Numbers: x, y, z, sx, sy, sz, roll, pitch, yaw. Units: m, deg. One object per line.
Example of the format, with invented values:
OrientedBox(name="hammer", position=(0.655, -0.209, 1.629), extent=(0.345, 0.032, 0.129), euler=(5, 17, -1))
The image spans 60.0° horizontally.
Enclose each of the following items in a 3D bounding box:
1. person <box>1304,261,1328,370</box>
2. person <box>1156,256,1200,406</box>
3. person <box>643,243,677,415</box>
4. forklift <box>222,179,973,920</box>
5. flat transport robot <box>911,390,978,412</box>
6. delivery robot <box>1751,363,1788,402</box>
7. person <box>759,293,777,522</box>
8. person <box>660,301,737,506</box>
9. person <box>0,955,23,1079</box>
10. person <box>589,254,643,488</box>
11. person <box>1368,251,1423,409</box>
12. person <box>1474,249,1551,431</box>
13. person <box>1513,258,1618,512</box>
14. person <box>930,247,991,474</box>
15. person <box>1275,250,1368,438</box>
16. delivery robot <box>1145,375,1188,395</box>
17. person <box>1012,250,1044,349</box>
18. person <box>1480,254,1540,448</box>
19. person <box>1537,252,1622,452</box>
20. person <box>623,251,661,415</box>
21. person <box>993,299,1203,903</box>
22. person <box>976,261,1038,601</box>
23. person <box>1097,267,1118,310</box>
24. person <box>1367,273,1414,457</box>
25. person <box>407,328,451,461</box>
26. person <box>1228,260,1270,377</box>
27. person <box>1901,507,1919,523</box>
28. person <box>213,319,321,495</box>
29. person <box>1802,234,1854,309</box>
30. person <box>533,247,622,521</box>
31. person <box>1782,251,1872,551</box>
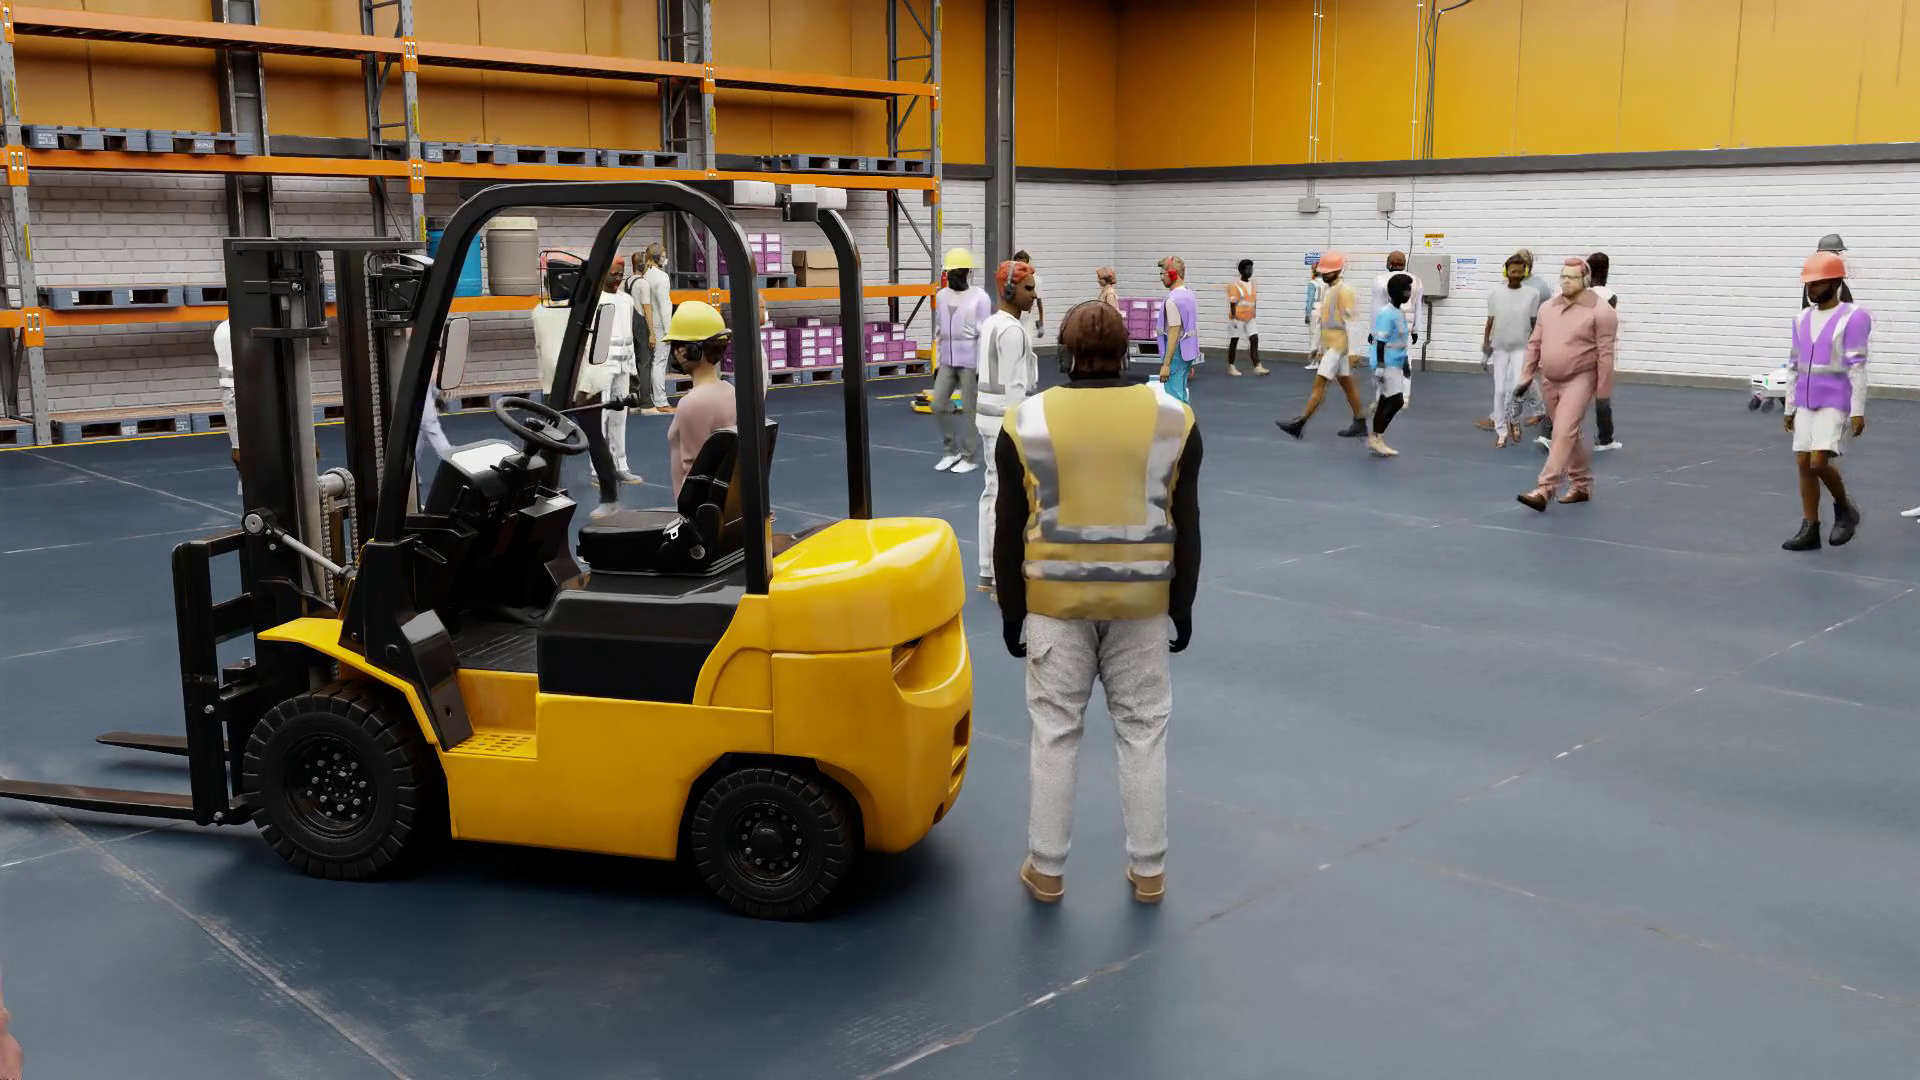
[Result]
OrientedBox(name="person", position=(5.430, -3.377, 25.076), extent=(0.536, 1.635, 0.329), euler=(-8, 13, -36))
OrientedBox(name="person", position=(1.905, -1.568, 14.645), extent=(0.390, 1.838, 0.564), euler=(4, 11, 20))
OrientedBox(name="person", position=(-3.457, -2.388, 18.847), extent=(0.351, 1.936, 0.635), euler=(-9, 14, -42))
OrientedBox(name="forklift", position=(-1.114, -0.058, 5.440), extent=(2.313, 2.155, 1.214), euler=(2, 11, 13))
OrientedBox(name="flat transport robot", position=(0.168, -1.613, 19.172), extent=(1.431, 0.197, 0.652), euler=(-1, 10, -6))
OrientedBox(name="delivery robot", position=(9.511, -1.800, 19.157), extent=(0.707, 0.478, 0.477), euler=(-1, 10, -6))
OrientedBox(name="person", position=(-1.469, -0.950, 11.830), extent=(0.286, 1.636, 0.500), euler=(-1, 10, -8))
OrientedBox(name="person", position=(-1.017, -0.057, 6.606), extent=(0.314, 1.768, 0.526), euler=(1, 10, 7))
OrientedBox(name="person", position=(-1.049, 0.815, 1.457), extent=(0.651, 1.910, 0.409), euler=(1, 10, 4))
OrientedBox(name="person", position=(-2.810, -1.365, 13.411), extent=(0.354, 1.887, 0.573), euler=(6, 12, 31))
OrientedBox(name="person", position=(5.045, -2.435, 19.367), extent=(0.634, 1.842, 0.429), euler=(-2, 11, -10))
OrientedBox(name="person", position=(5.855, -2.088, 17.386), extent=(1.045, 1.890, 0.627), euler=(-4, 11, -23))
OrientedBox(name="person", position=(4.453, -1.147, 12.313), extent=(0.994, 1.856, 0.640), euler=(-6, 12, -29))
OrientedBox(name="person", position=(-0.029, -1.505, 14.083), extent=(0.612, 1.912, 0.491), euler=(8, 13, 37))
OrientedBox(name="person", position=(3.653, -1.930, 16.530), extent=(1.017, 1.860, 0.588), euler=(-1, 10, -3))
OrientedBox(name="delivery robot", position=(2.029, -1.481, 17.419), extent=(0.707, 0.478, 0.477), euler=(2, 11, 11))
OrientedBox(name="person", position=(0.774, -2.701, 20.846), extent=(0.506, 1.839, 0.574), euler=(2, 11, 12))
OrientedBox(name="person", position=(5.244, -1.802, 15.899), extent=(0.510, 1.847, 0.417), euler=(4, 11, 19))
OrientedBox(name="person", position=(5.816, -1.736, 15.482), extent=(1.005, 1.877, 0.591), euler=(-7, 12, -32))
OrientedBox(name="person", position=(-3.593, -2.325, 18.775), extent=(0.345, 1.840, 0.504), euler=(-9, 14, -40))
OrientedBox(name="person", position=(0.415, 0.196, 5.057), extent=(0.627, 1.837, 0.430), euler=(0, 10, 1))
OrientedBox(name="person", position=(0.268, -0.603, 9.268), extent=(0.354, 1.881, 0.576), euler=(-2, 11, -10))
OrientedBox(name="person", position=(1.799, -2.525, 20.411), extent=(0.308, 1.639, 0.510), euler=(-1, 10, -4))
OrientedBox(name="person", position=(3.898, -1.574, 15.086), extent=(0.364, 1.674, 0.559), euler=(5, 11, 24))
OrientedBox(name="person", position=(-4.298, -1.230, 13.125), extent=(0.898, 1.719, 0.538), euler=(3, 11, 18))
OrientedBox(name="person", position=(4.108, -3.142, 23.668), extent=(0.552, 1.666, 0.768), euler=(-6, 12, -31))
OrientedBox(name="person", position=(6.923, -0.980, 11.700), extent=(0.294, 1.744, 0.486), euler=(2, 11, 12))
OrientedBox(name="person", position=(-3.698, -0.577, 8.975), extent=(0.358, 1.938, 0.545), euler=(6, 12, 28))
OrientedBox(name="person", position=(9.994, -2.499, 19.169), extent=(0.536, 2.000, 0.675), euler=(3, 11, 17))
OrientedBox(name="person", position=(-2.721, -1.045, 11.536), extent=(0.610, 1.944, 1.014), euler=(4, 11, 22))
OrientedBox(name="person", position=(5.490, -0.867, 10.590), extent=(0.453, 1.920, 0.582), euler=(-4, 11, -20))
